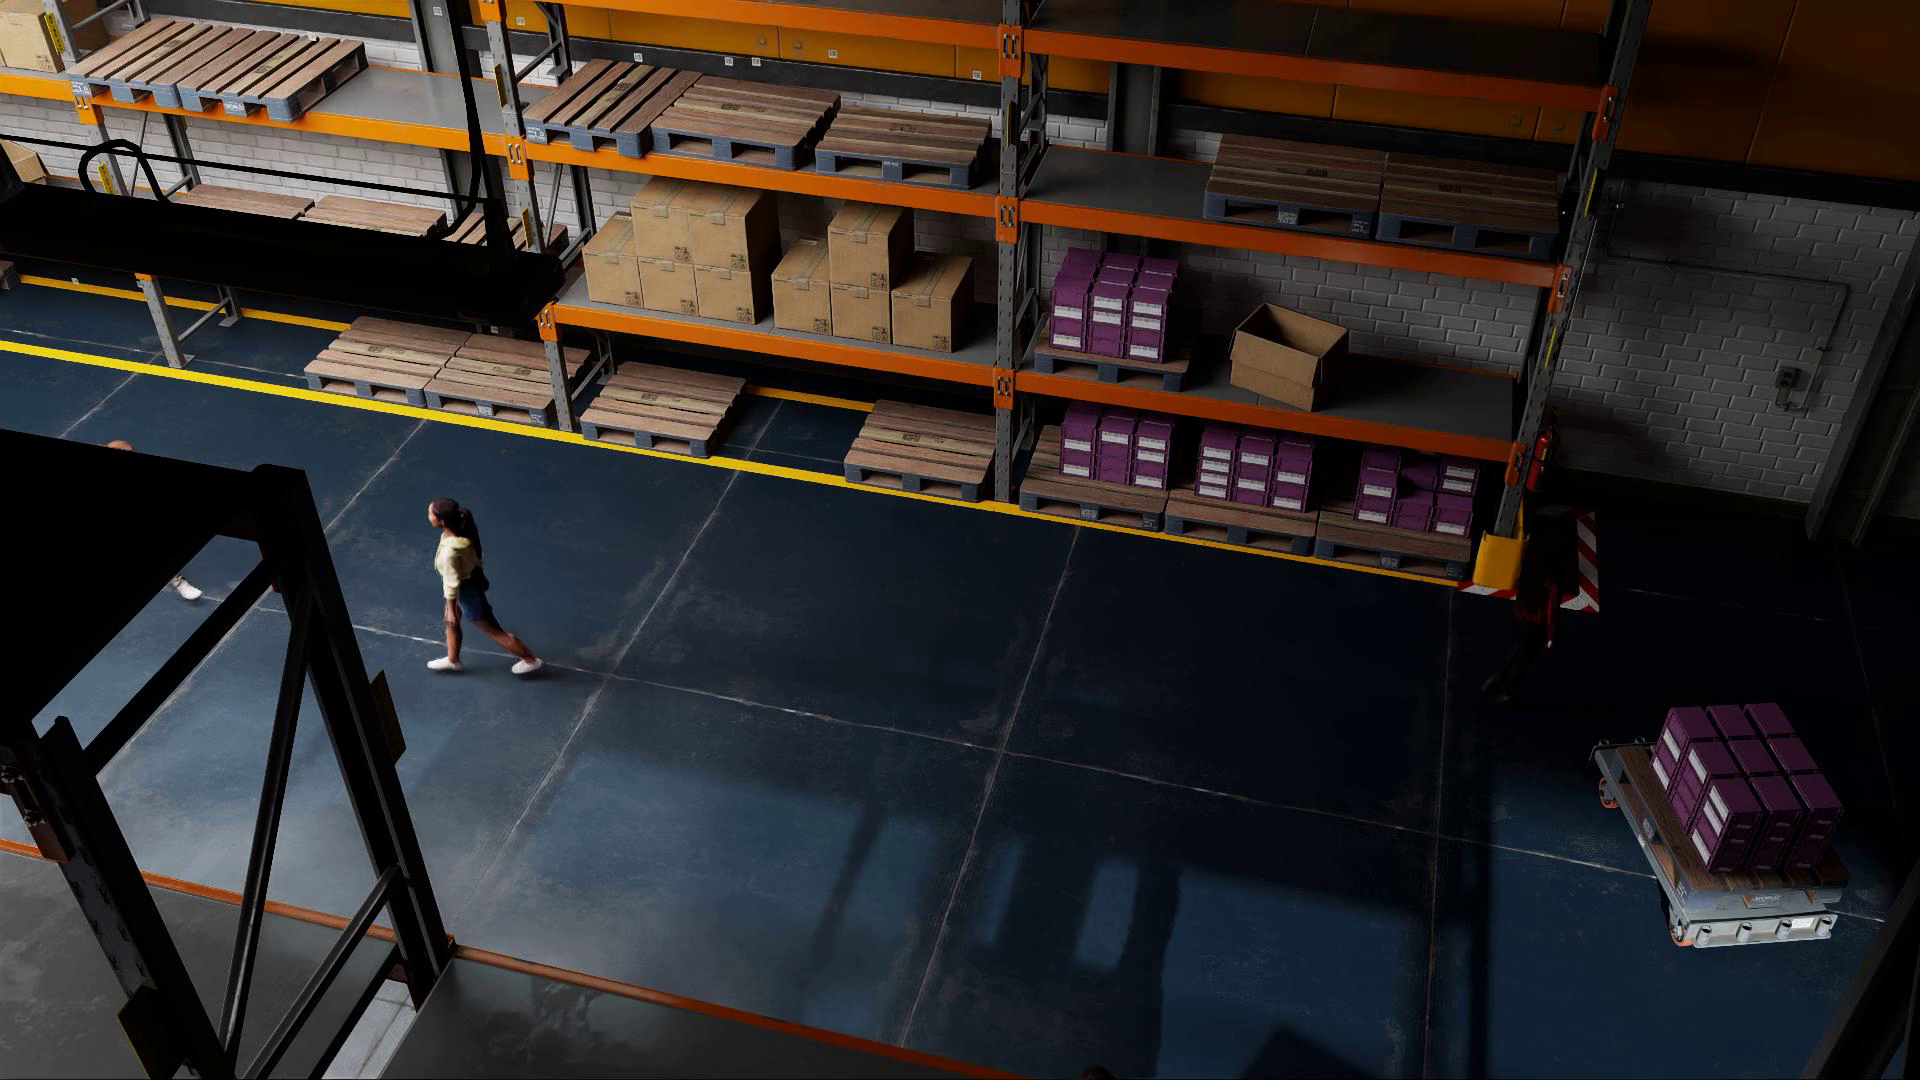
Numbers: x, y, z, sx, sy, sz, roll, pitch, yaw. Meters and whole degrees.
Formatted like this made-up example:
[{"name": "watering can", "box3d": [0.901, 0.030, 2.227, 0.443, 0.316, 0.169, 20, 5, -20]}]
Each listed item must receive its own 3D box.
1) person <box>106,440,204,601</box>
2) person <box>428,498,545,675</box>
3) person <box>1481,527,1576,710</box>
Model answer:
[{"name": "person", "box3d": [-6.262, -0.197, 12.734, 0.939, 1.390, 0.670, 18, 42, 22]}, {"name": "person", "box3d": [-3.425, 0.381, 11.846, 1.176, 1.594, 0.848, 0, 39, 0]}, {"name": "person", "box3d": [3.892, 0.577, 11.557, 0.710, 1.649, 0.692, -5, 39, -7]}]
